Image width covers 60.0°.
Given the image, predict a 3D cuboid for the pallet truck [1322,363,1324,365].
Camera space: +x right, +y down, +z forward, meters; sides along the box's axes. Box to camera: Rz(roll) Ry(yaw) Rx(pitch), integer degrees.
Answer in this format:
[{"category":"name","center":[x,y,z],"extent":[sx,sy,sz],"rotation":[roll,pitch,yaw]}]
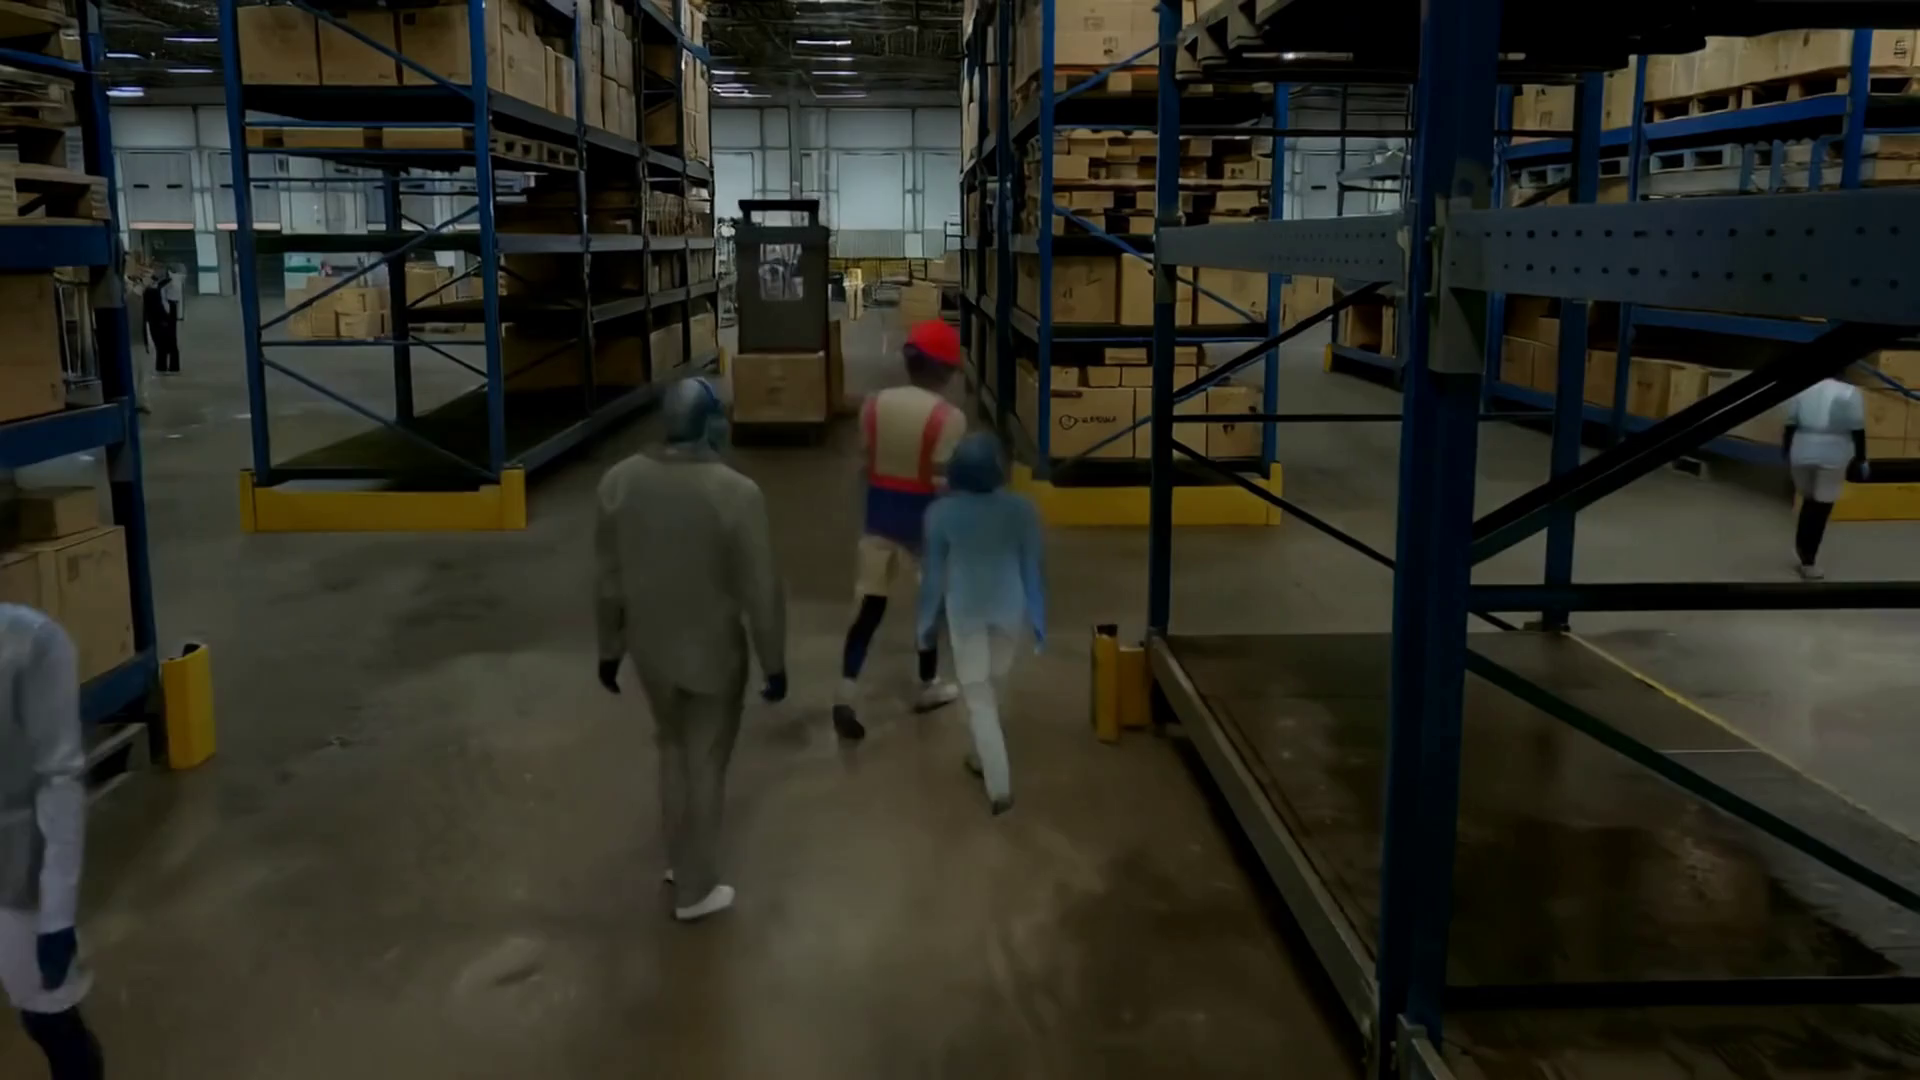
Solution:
[{"category":"pallet truck","center":[7.712,-4.157,30.737],"extent":[1.885,1.965,0.823],"rotation":[3,11,16]}]

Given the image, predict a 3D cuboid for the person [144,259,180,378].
[{"category":"person","center":[-13.840,-3.823,28.755],"extent":[0.689,2.000,0.539],"rotation":[6,12,29]}]

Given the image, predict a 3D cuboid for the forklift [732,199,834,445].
[{"category":"forklift","center":[-2.086,-2.575,19.464],"extent":[1.129,2.768,1.873],"rotation":[0,10,-2]}]

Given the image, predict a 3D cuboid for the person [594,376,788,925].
[{"category":"person","center":[-0.894,0.368,5.834],"extent":[0.684,1.884,0.632],"rotation":[4,11,22]}]

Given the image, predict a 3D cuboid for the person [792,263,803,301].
[{"category":"person","center":[-3.571,-5.082,36.206],"extent":[0.973,1.873,0.619],"rotation":[4,11,23]}]

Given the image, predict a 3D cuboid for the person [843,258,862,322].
[{"category":"person","center":[-3.129,-7.290,48.547],"extent":[0.567,1.878,0.350],"rotation":[-5,11,-26]}]

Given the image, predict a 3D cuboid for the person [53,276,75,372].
[{"category":"person","center":[-16.046,-3.844,29.707],"extent":[0.771,1.744,0.521],"rotation":[8,13,38]}]

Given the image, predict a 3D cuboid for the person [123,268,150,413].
[{"category":"person","center":[-11.342,-2.699,22.622],"extent":[0.394,1.992,0.622],"rotation":[9,13,41]}]

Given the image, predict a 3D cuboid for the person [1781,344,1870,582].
[{"category":"person","center":[5.999,-0.546,11.514],"extent":[0.508,1.681,0.540],"rotation":[-6,12,-30]}]

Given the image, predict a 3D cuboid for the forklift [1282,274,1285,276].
[{"category":"forklift","center":[12.224,-10.384,62.970],"extent":[1.129,2.768,1.873],"rotation":[0,10,-2]}]

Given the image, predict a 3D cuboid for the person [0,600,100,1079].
[{"category":"person","center":[-2.173,0.770,3.568],"extent":[0.562,1.887,0.980],"rotation":[0,10,-1]}]

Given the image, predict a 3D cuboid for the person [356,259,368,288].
[{"category":"person","center":[-16.530,-6.828,45.973],"extent":[0.328,1.872,0.513],"rotation":[-4,11,-19]}]

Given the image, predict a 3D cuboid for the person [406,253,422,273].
[{"category":"person","center":[-20.348,-9.730,62.012],"extent":[0.585,1.917,0.381],"rotation":[-4,11,-20]}]

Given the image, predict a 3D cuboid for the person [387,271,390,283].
[{"category":"person","center":[-18.730,-8.395,55.212],"extent":[0.548,1.688,0.323],"rotation":[-7,12,-33]}]

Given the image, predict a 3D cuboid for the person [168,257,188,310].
[{"category":"person","center":[-26.596,-8.721,56.644],"extent":[0.455,1.823,0.629],"rotation":[10,14,44]}]

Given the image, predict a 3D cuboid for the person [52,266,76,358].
[{"category":"person","center":[-17.768,-4.507,32.877],"extent":[0.565,1.925,0.429],"rotation":[-9,13,-40]}]

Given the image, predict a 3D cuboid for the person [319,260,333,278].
[{"category":"person","center":[-18.607,-7.277,48.678],"extent":[0.965,1.794,0.551],"rotation":[5,11,26]}]

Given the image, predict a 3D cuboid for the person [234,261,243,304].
[{"category":"person","center":[-26.848,-9.786,62.318],"extent":[0.664,1.928,0.581],"rotation":[-1,10,-8]}]

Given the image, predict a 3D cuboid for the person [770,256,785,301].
[{"category":"person","center":[-5.862,-8.151,53.279],"extent":[0.598,1.898,0.864],"rotation":[-8,13,-38]}]

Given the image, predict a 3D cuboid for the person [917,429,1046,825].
[{"category":"person","center":[0.101,0.338,6.867],"extent":[0.510,1.578,0.917],"rotation":[-3,11,-17]}]

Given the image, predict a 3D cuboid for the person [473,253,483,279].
[{"category":"person","center":[-16.738,-9.017,57.975],"extent":[0.352,1.937,0.635],"rotation":[-10,14,-43]}]

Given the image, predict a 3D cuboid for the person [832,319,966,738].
[{"category":"person","center":[-0.278,-0.056,7.938],"extent":[0.626,1.990,1.039],"rotation":[5,11,26]}]
